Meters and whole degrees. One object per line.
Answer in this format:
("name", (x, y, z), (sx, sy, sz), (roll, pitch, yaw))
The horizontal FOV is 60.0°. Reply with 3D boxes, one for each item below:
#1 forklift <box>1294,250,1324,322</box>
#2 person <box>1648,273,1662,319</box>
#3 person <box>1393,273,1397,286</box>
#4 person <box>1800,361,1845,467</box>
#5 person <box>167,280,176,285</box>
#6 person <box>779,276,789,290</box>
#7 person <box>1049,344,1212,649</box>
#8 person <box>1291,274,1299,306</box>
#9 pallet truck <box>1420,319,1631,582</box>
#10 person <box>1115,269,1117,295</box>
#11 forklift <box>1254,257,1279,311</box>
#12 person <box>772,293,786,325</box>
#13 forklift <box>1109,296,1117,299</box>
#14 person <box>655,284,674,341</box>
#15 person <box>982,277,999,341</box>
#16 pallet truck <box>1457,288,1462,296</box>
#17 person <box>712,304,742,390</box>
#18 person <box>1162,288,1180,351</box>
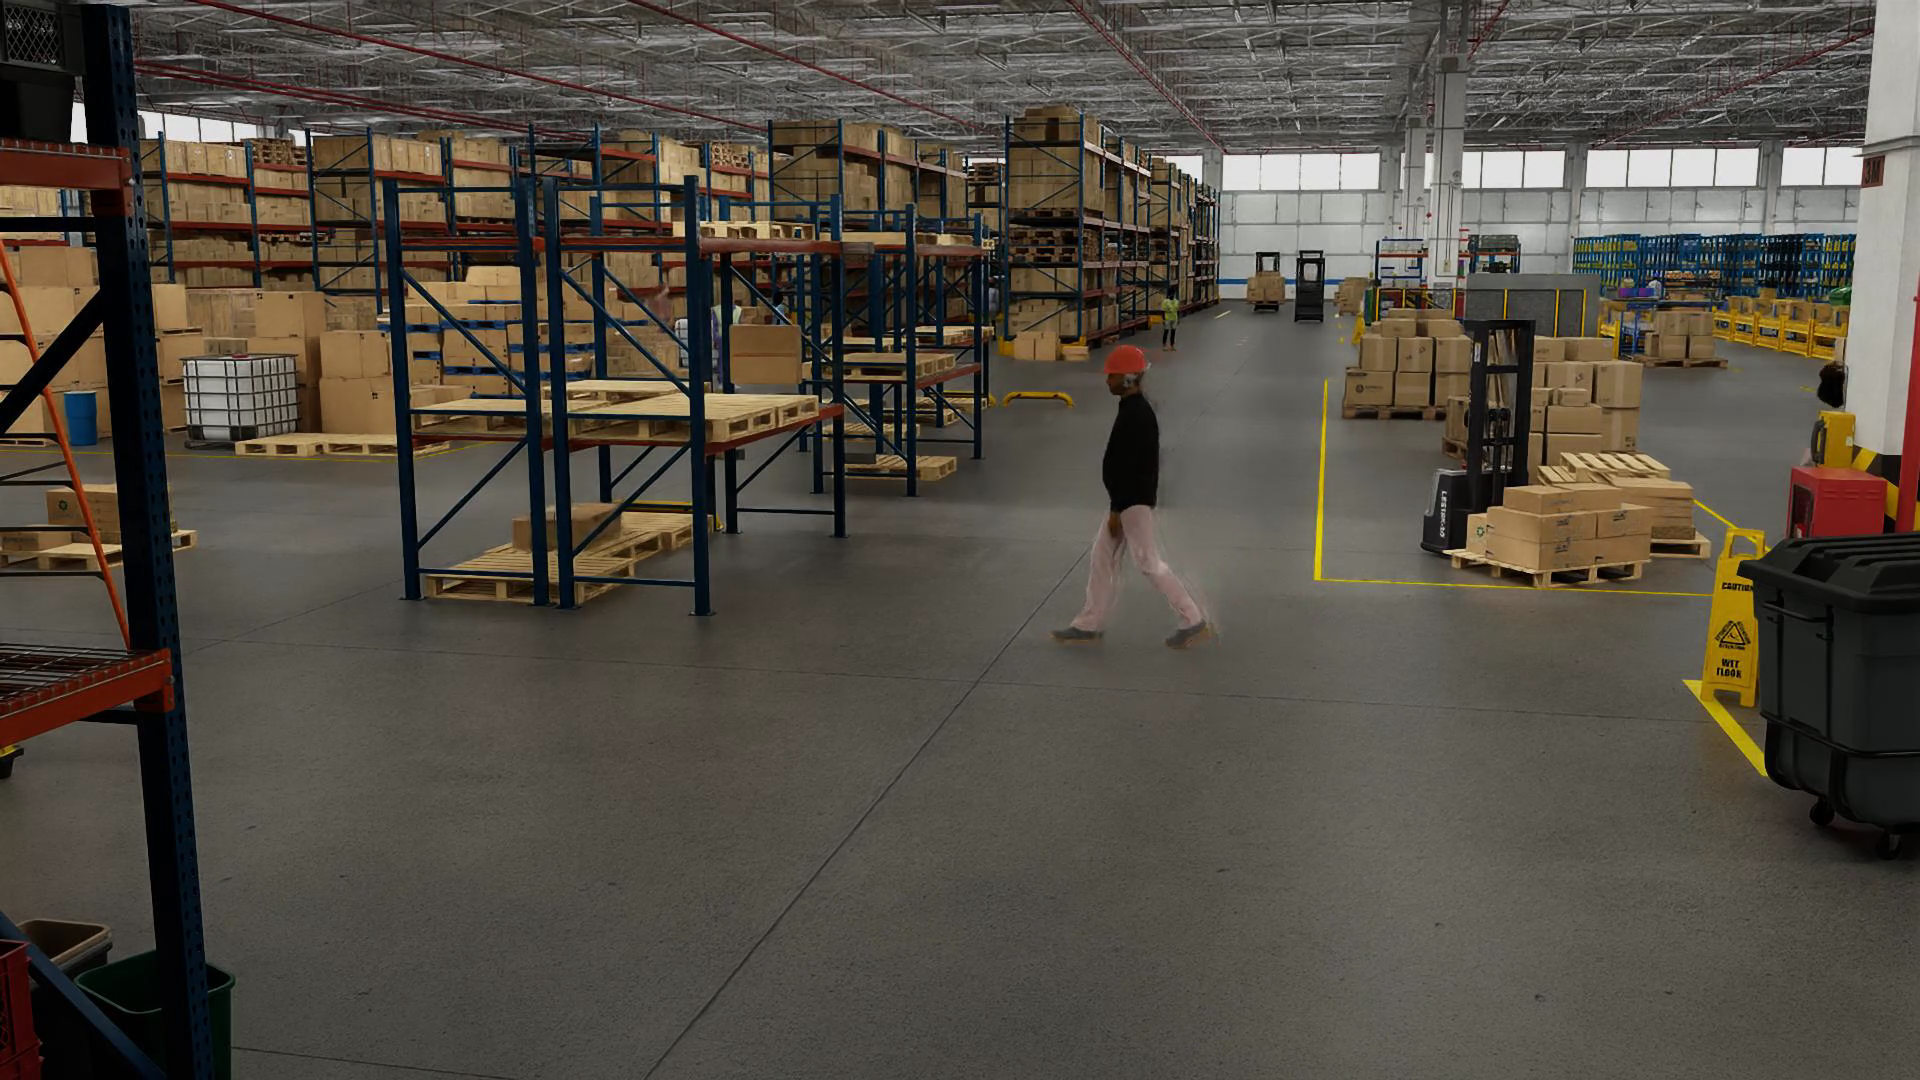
("forklift", (13.778, -10.002, 65.433), (1.129, 2.768, 1.873), (2, 10, 12))
("person", (27.226, -9.490, 65.153), (0.391, 1.946, 0.615), (-4, 11, -24))
("person", (23.023, -13.267, 88.166), (0.485, 1.733, 0.358), (-8, 13, -41))
("person", (5.614, -0.260, 10.916), (0.837, 1.811, 0.633), (6, 11, 33))
("person", (-20.797, -5.917, 44.076), (0.626, 1.919, 0.662), (3, 10, 19))
("person", (-8.173, -11.655, 77.873), (0.687, 1.990, 0.725), (-5, 11, -27))
("person", (1.118, -0.265, 10.538), (1.022, 1.950, 0.631), (1, 10, 7))
("person", (17.700, -13.118, 87.352), (0.570, 1.703, 0.886), (-5, 11, -30))
("pallet truck", (4.543, -0.757, 13.299), (0.823, 1.965, 1.885), (-4, 10, -22))
("person", (9.067, -14.721, 96.228), (0.431, 1.920, 0.547), (3, 10, 19))
("forklift", (14.698, -12.365, 79.429), (1.129, 2.768, 1.873), (2, 10, 12))
("person", (-4.228, -4.921, 38.846), (0.318, 1.697, 0.536), (0, 10, 2))
("forklift", (4.899, -9.325, 61.423), (1.873, 2.768, 1.129), (0, 10, 0))
("person", (-7.450, -5.516, 41.918), (1.017, 1.852, 0.670), (2, 10, 9))
("person", (0.921, -7.014, 50.534), (0.551, 1.932, 0.377), (2, 10, 10))
("pallet truck", (20.506, -9.785, 68.819), (0.653, 1.274, 1.630), (2, 10, 12))
("person", (-4.430, -3.818, 31.692), (0.615, 1.910, 0.380), (-4, 10, -23))
("person", (5.717, -5.979, 45.106), (0.540, 1.696, 0.317), (-4, 10, -23))
